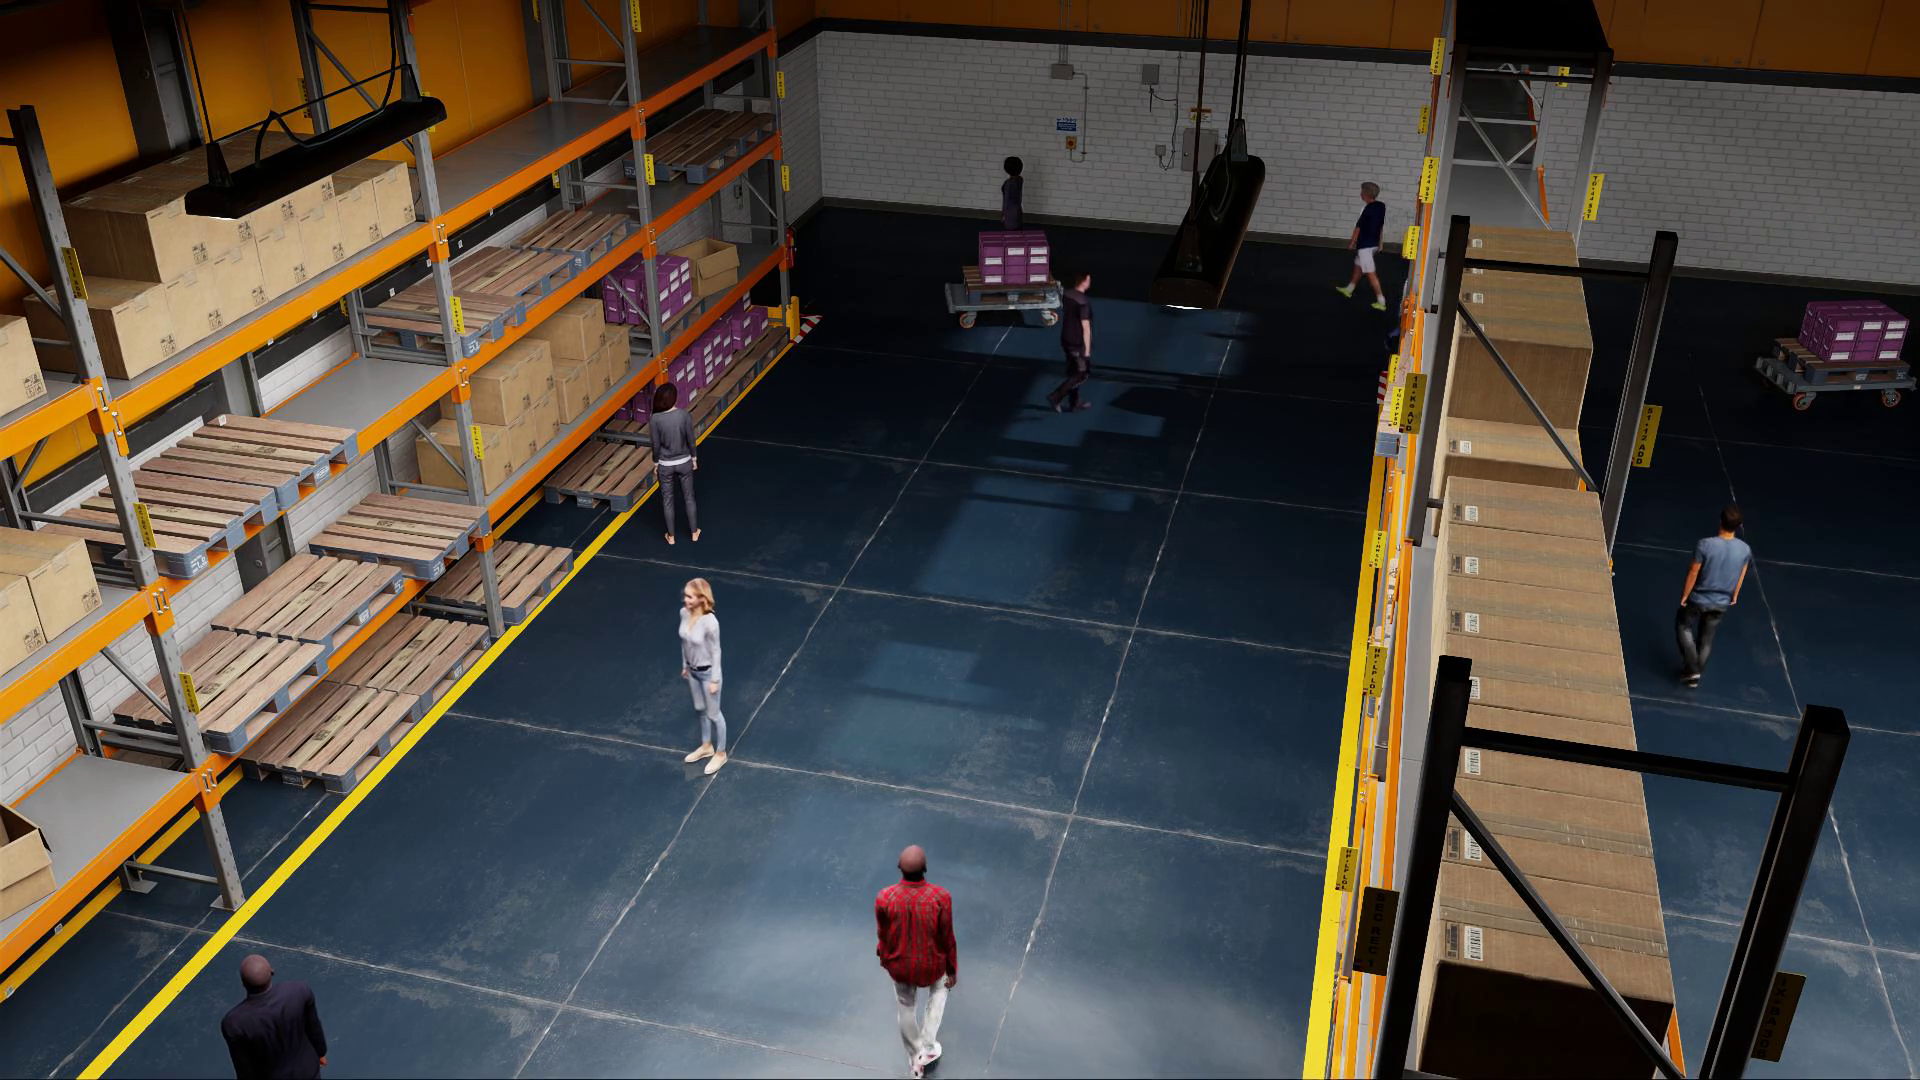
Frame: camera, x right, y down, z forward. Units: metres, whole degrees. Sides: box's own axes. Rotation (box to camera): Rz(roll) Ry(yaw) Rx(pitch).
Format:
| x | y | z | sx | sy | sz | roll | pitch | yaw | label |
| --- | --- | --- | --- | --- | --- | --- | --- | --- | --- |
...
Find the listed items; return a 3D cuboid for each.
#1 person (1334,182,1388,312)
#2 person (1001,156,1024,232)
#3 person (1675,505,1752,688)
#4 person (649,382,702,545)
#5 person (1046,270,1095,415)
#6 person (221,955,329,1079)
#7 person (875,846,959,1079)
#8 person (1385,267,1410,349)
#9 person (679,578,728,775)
| x | y | z | sx | sy | sz | roll | pitch | yaw | label |
| --- | --- | --- | --- | --- | --- | --- | --- | --- | --- |
| 5.727 | -4.038 | 23.116 | 1.213 | 1.778 | 1.081 | -24 | 37 | -37 | person |
| 0.785 | -4.826 | 24.634 | 0.696 | 1.707 | 0.568 | 20 | 34 | 32 | person |
| 6.630 | 0.555 | 14.675 | 0.732 | 1.798 | 0.754 | 2 | 29 | 3 | person |
| -2.950 | -0.799 | 17.187 | 0.690 | 1.768 | 0.689 | -8 | 30 | -14 | person |
| 1.313 | -2.345 | 19.955 | 1.062 | 1.832 | 1.021 | -12 | 31 | -20 | person |
| -4.000 | 3.171 | 9.858 | 0.734 | 1.817 | 0.849 | -24 | 37 | -37 | person |
| -0.284 | 2.748 | 10.640 | 0.743 | 1.811 | 0.702 | 2 | 29 | 4 | person |
| 5.858 | -3.034 | 21.825 | 0.772 | 1.251 | 0.803 | -19 | 34 | -31 | person |
| -2.110 | 1.095 | 13.687 | 0.664 | 1.796 | 0.664 | 24 | 37 | 37 | person |
